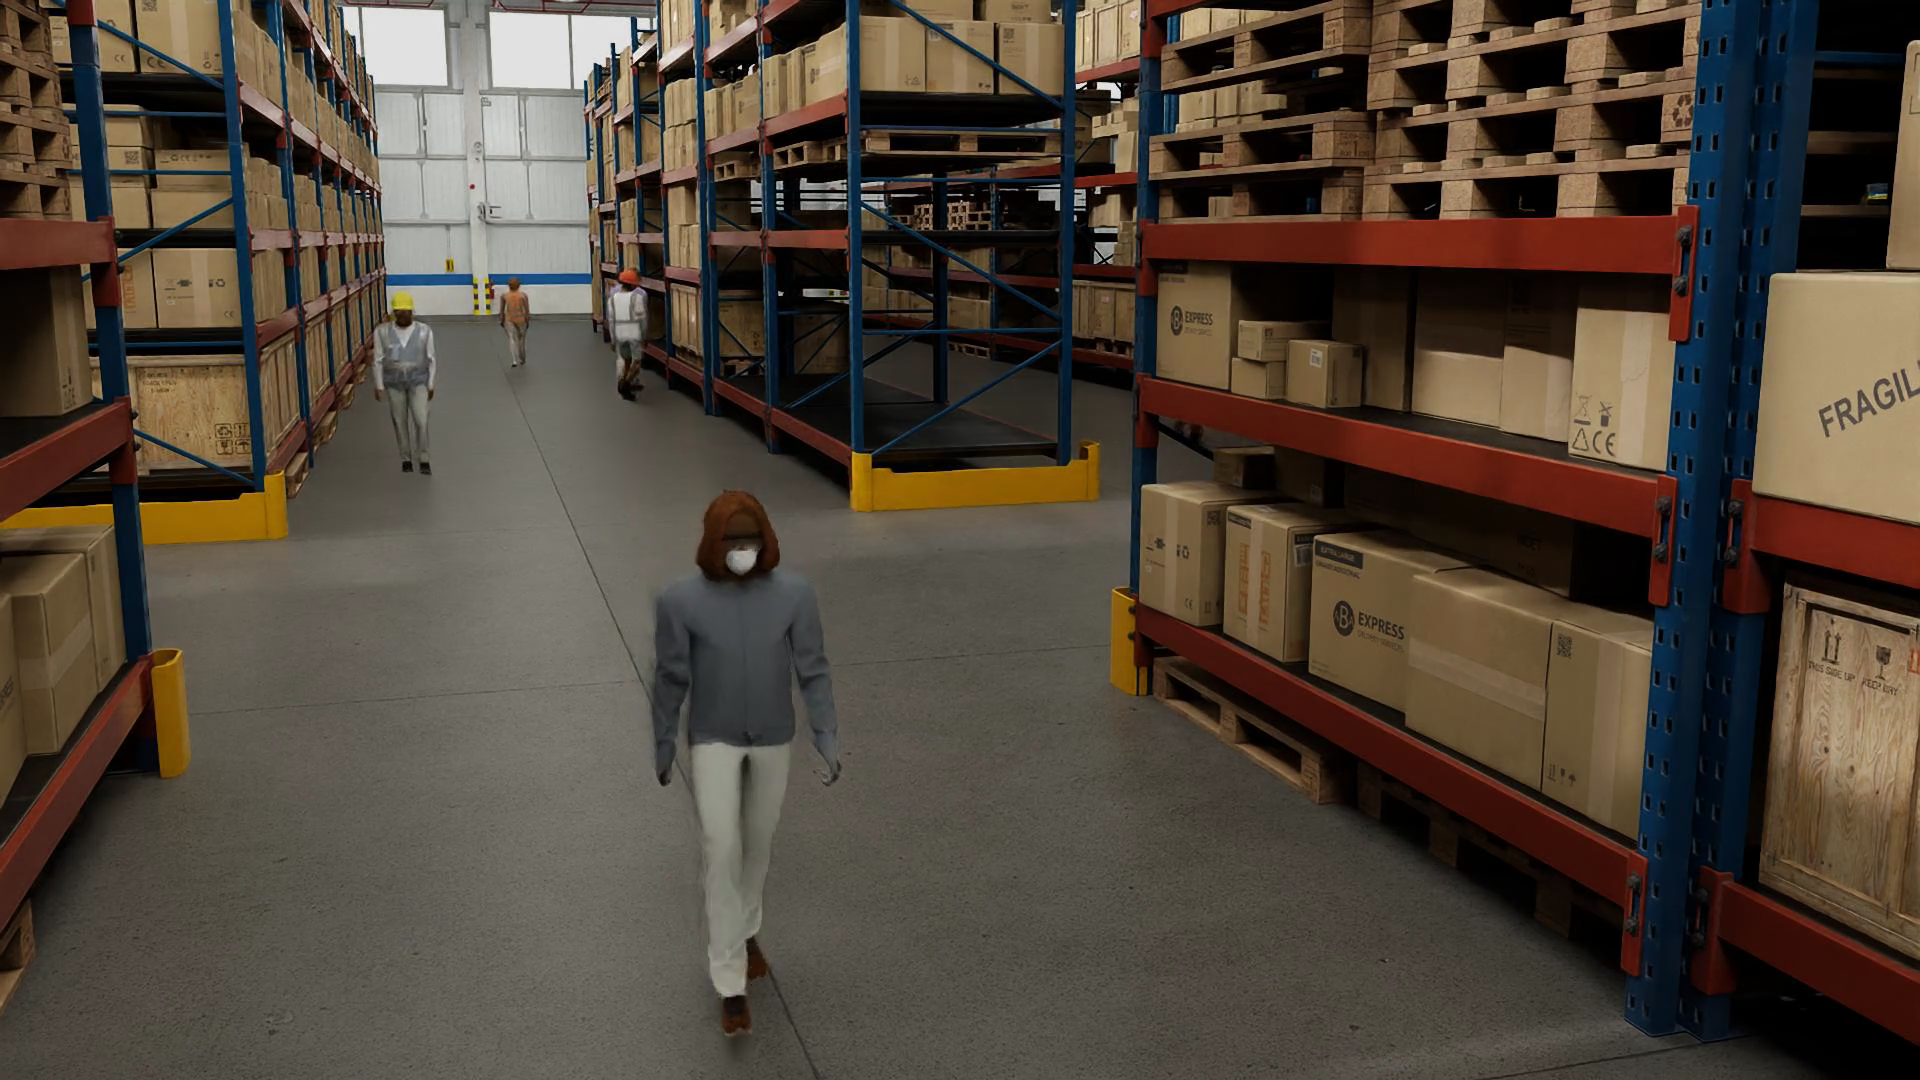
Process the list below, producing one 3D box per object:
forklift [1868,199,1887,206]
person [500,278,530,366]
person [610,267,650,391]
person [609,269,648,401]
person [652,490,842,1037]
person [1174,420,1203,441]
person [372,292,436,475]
[{"bbox_3d":[11.338,-2.915,21.052,1.129,2.768,1.873,-3,11,-17],"label":"forklift"},{"bbox_3d":[-8.132,-3.979,30.407,0.523,1.596,0.860,-2,11,-12],"label":"person"},{"bbox_3d":[-4.991,-3.182,25.189,0.659,1.903,0.673,2,10,9],"label":"person"},{"bbox_3d":[-4.779,-2.937,23.869,0.571,1.891,0.708,4,11,22],"label":"person"},{"bbox_3d":[-0.627,0.654,5.009,0.523,1.593,0.830,-4,11,-22],"label":"person"},{"bbox_3d":[2.655,-2.073,19.218,0.651,1.864,0.862,-3,11,-17],"label":"person"},{"bbox_3d":[-5.478,-1.531,16.427,0.600,1.801,0.810,-3,11,-17],"label":"person"}]
